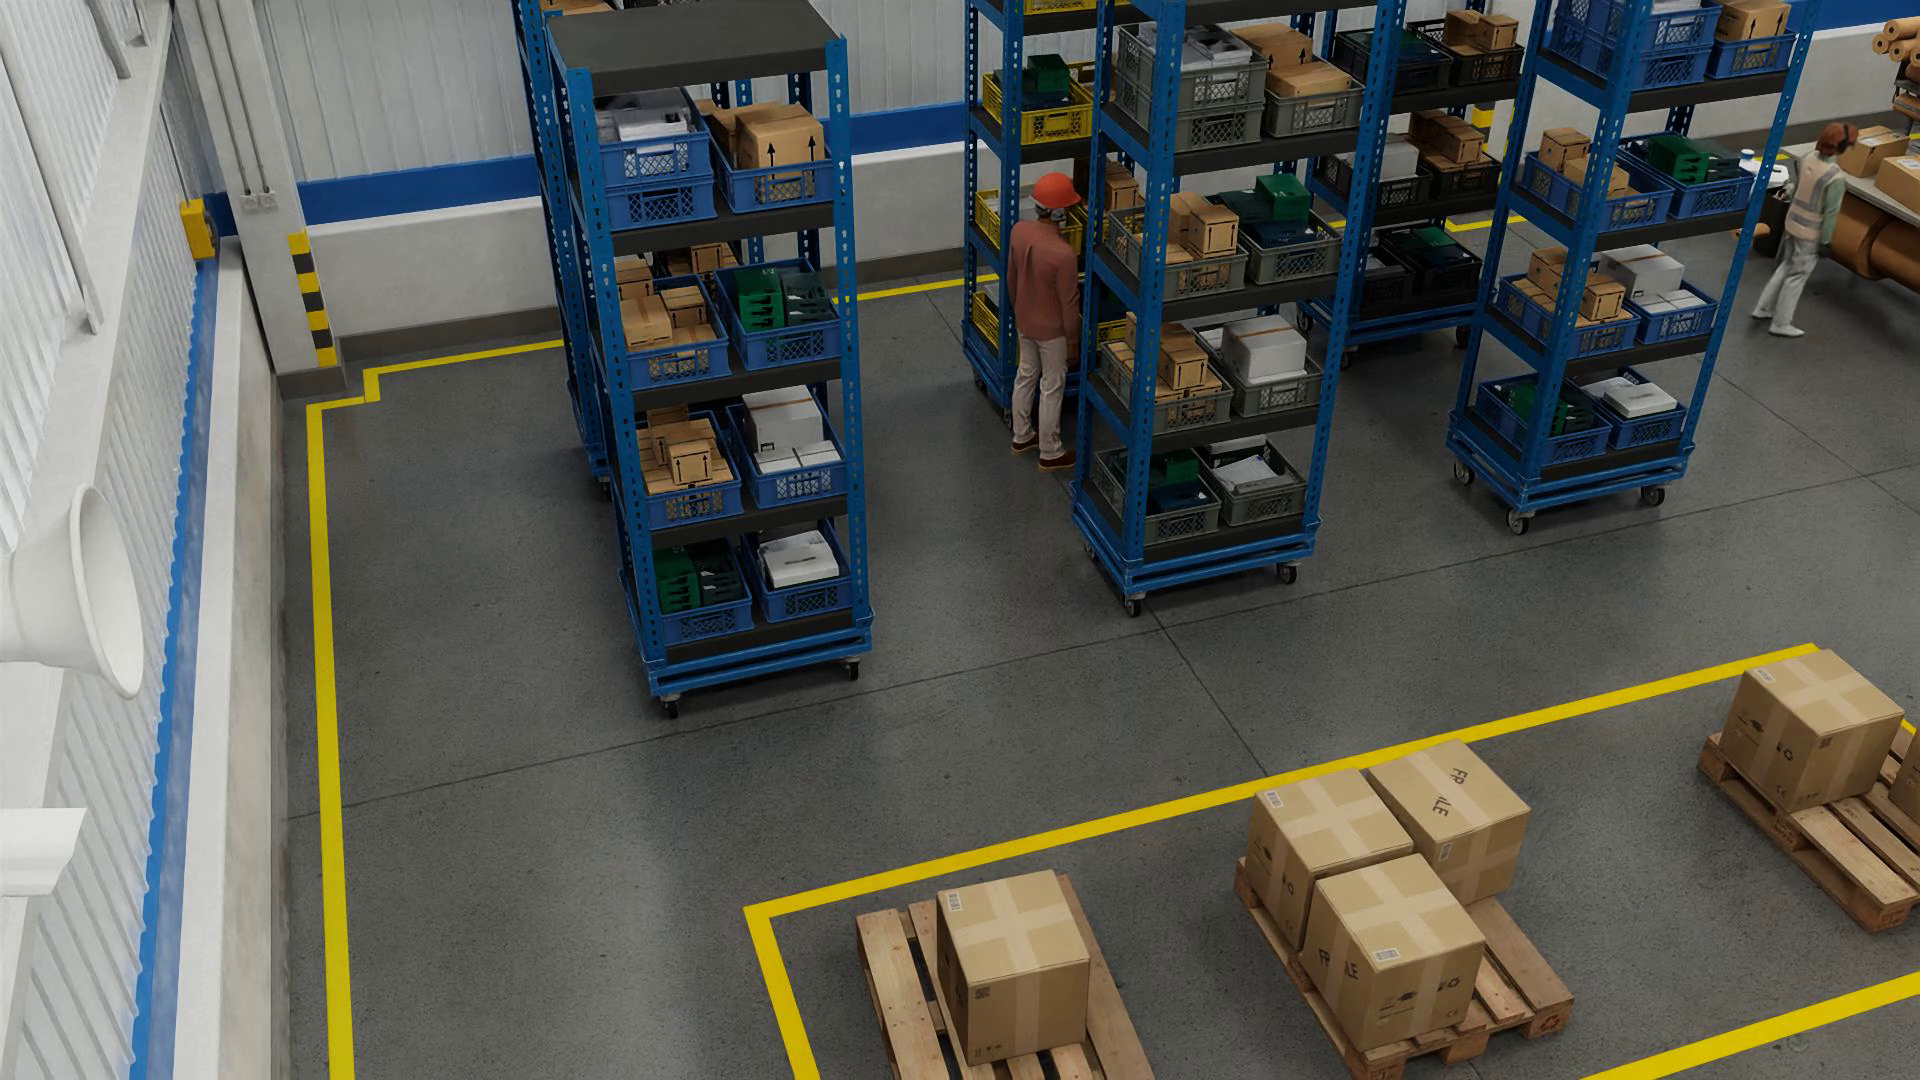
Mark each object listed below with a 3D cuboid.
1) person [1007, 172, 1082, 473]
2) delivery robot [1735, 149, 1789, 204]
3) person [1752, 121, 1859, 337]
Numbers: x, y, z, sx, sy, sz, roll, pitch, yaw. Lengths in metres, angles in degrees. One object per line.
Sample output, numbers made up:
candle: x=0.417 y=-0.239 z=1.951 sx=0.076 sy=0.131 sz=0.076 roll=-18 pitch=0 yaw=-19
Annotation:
person: x=0.550 y=-1.368 z=10.487 sx=0.387 sy=1.992 sz=0.626 roll=-23 pitch=41 yaw=-29
delivery robot: x=6.586 y=-3.054 z=14.039 sx=0.707 sy=0.478 sz=0.477 roll=11 pitch=37 yaw=15
person: x=6.126 y=-2.230 z=12.025 sx=0.329 sy=1.635 sz=0.518 roll=-2 pitch=35 yaw=-3
